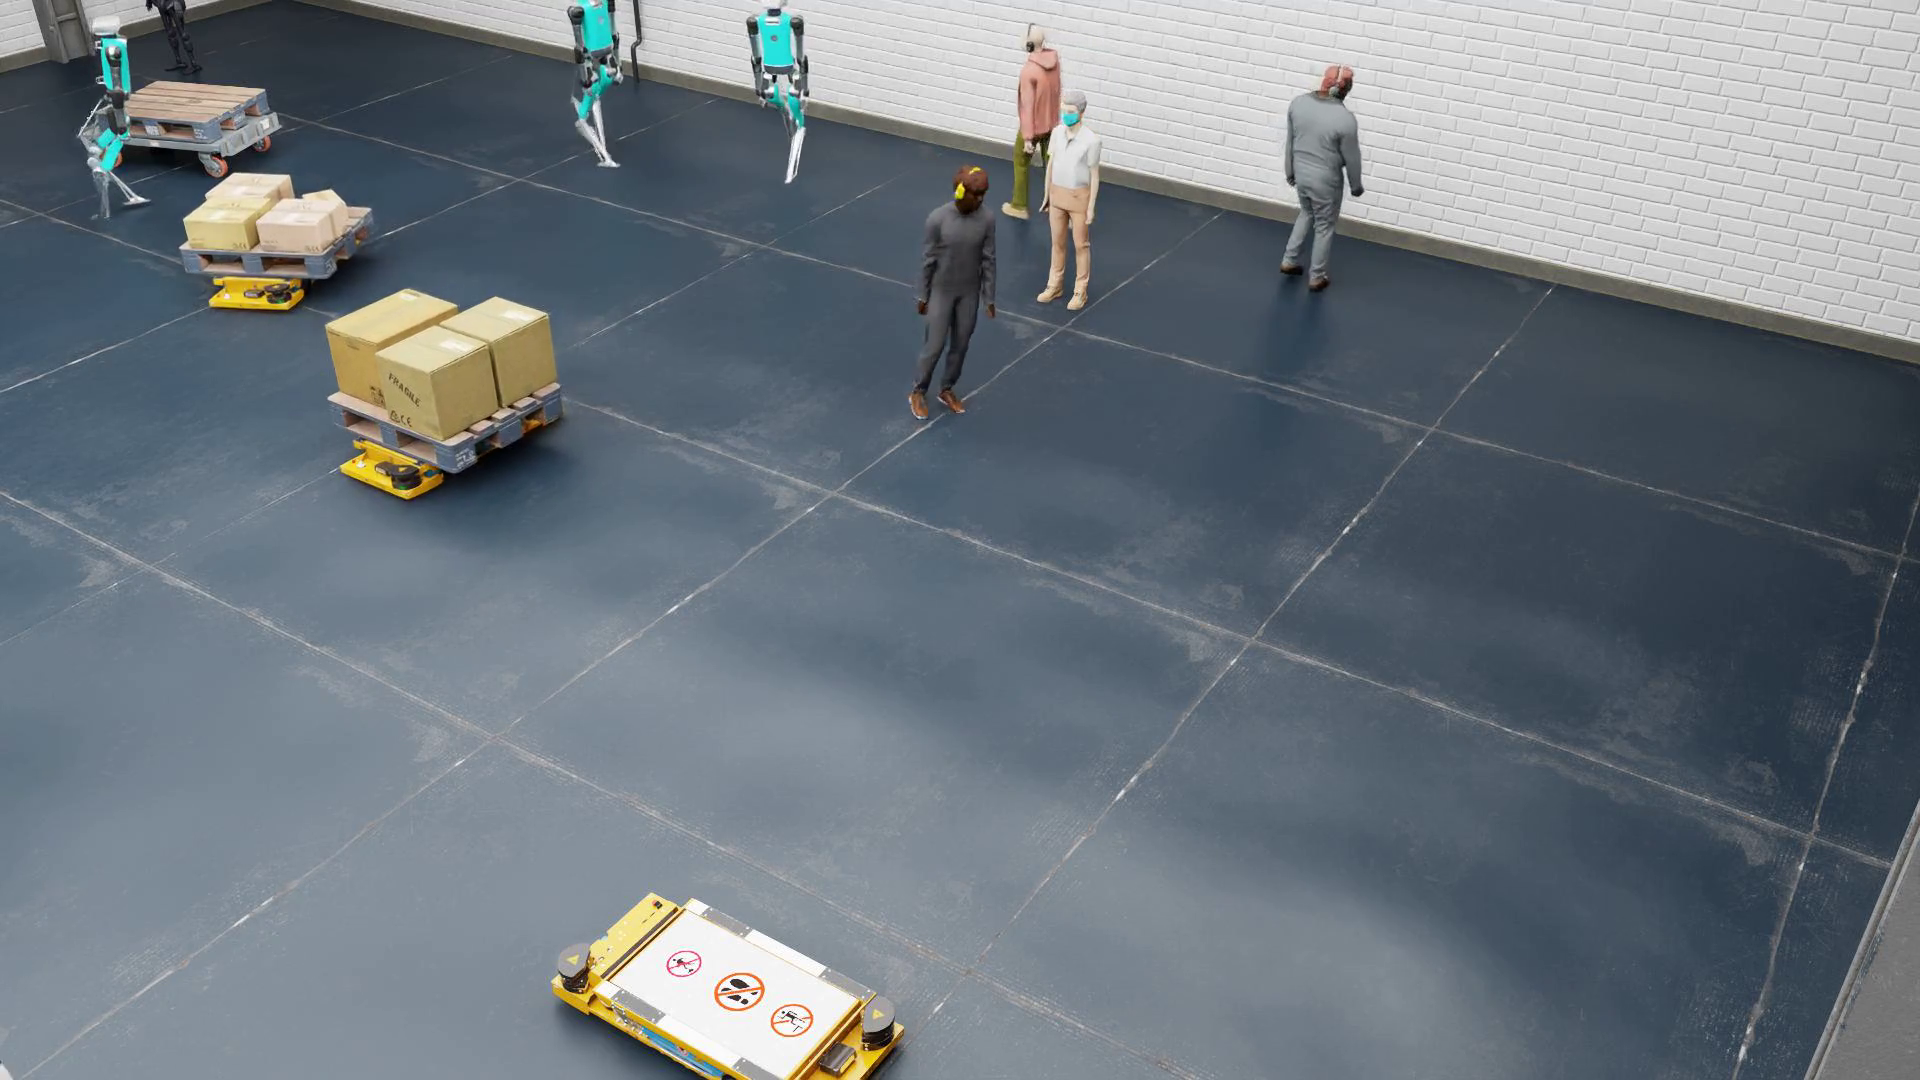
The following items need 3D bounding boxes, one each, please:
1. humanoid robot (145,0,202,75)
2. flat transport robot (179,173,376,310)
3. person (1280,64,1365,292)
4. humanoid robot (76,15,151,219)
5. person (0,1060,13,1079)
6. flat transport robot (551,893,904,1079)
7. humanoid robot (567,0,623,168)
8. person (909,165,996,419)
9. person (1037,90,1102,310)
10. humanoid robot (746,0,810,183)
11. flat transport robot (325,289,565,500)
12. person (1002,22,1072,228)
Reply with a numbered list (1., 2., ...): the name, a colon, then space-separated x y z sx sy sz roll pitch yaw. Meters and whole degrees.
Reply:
1. humanoid robot: -8.704 -5.961 18.215 0.599 1.659 0.315 19 37 27
2. flat transport robot: -5.596 -2.287 13.815 0.659 0.231 1.431 3 33 5
3. person: 2.897 -2.888 13.257 0.500 1.881 0.678 -23 39 -32
4. humanoid robot: -7.568 -3.639 14.658 0.798 1.887 0.574 -12 34 -17
5. person: -3.250 2.180 5.432 0.554 1.806 0.837 -6 33 -10
6. flat transport robot: -1.012 1.990 7.159 1.431 0.231 0.659 19 37 27
7. humanoid robot: -3.540 -4.458 15.843 0.787 1.794 0.578 21 38 29
8. person: -0.029 -1.708 11.458 0.556 1.838 0.447 -9 34 -14
9. person: 0.858 -2.666 13.036 0.469 1.748 0.321 19 37 27
10. humanoid robot: -1.615 -4.328 15.649 0.544 1.765 0.966 4 33 6
11. flat transport robot: -3.463 -0.735 11.399 0.659 0.231 1.431 19 38 27
12. person: 0.725 -3.576 14.404 0.522 1.802 0.860 -27 41 -35
